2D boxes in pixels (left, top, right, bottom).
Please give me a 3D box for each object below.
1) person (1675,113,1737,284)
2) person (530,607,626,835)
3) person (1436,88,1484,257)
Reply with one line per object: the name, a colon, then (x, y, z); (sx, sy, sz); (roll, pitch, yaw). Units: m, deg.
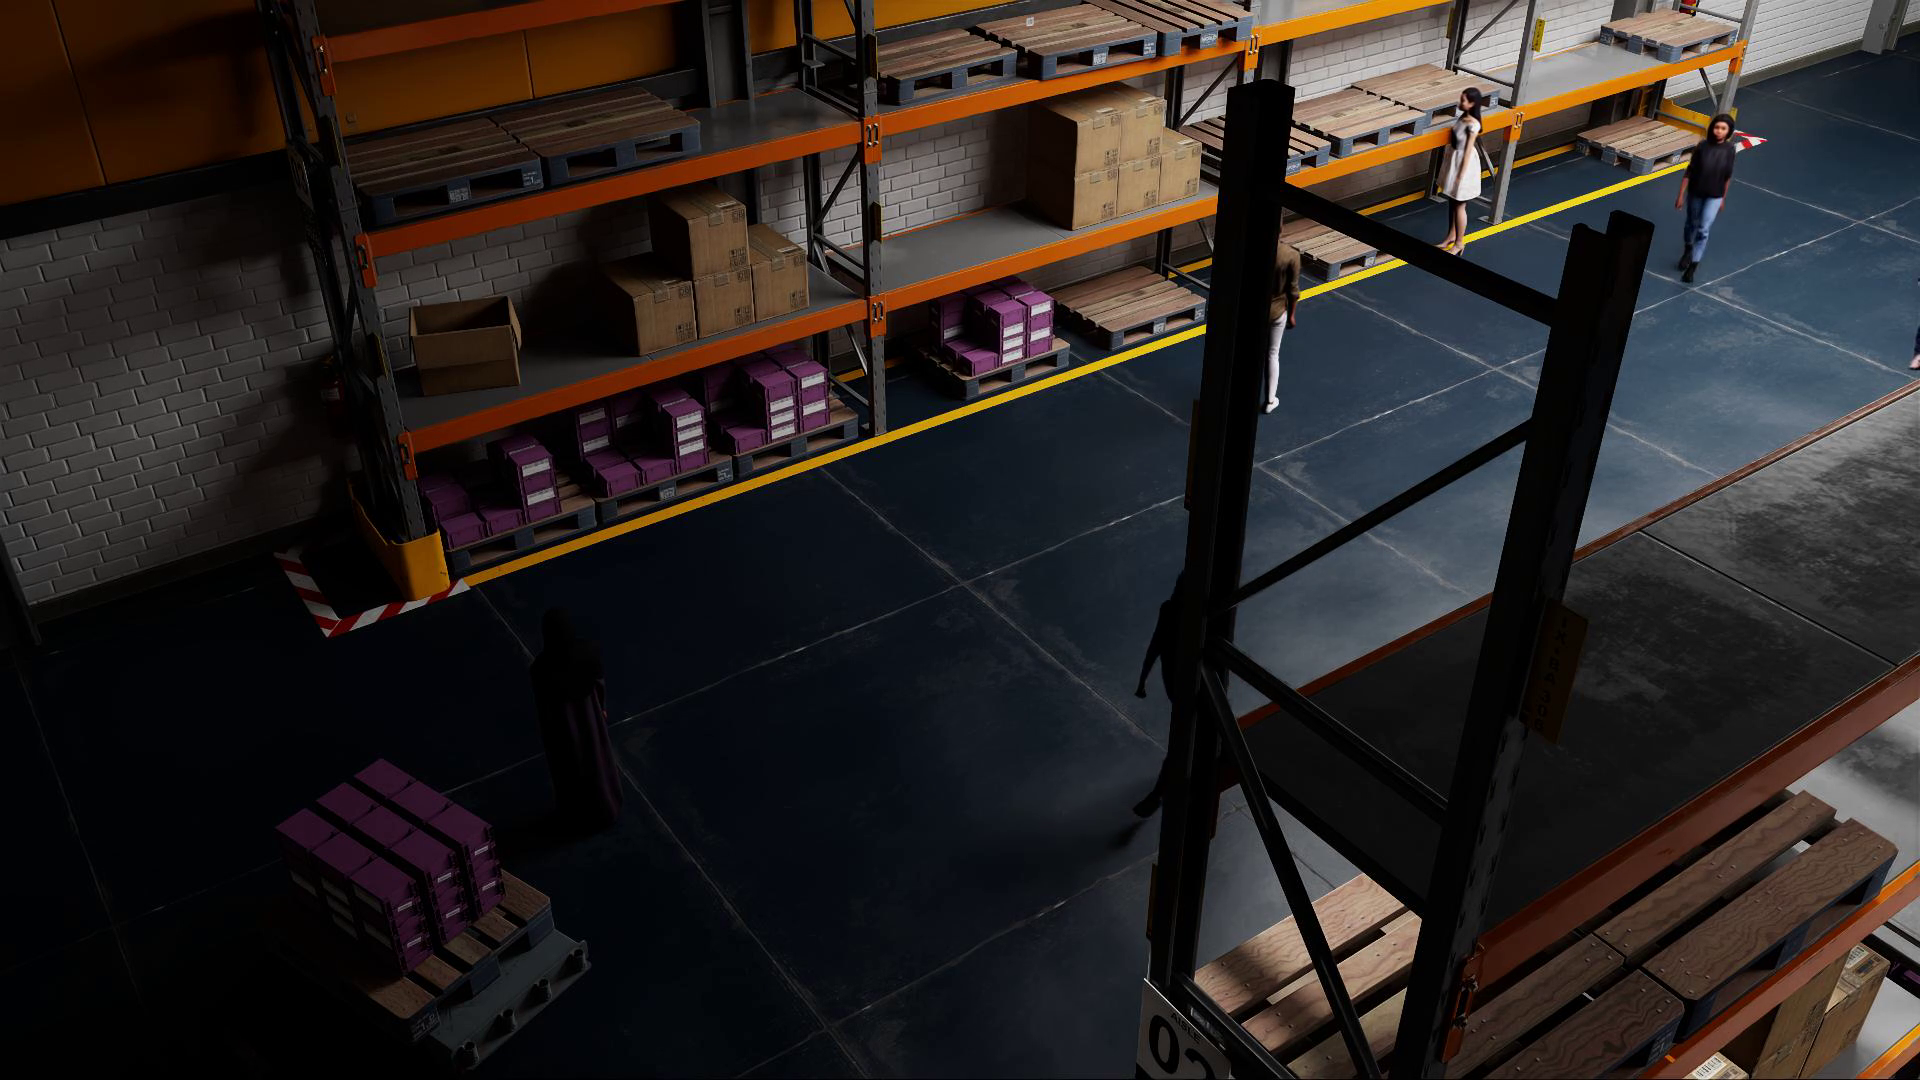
person: (7.451, -3.448, 16.649); (0.941, 1.662, 1.201); (16, 37, 23)
person: (-2.307, 1.061, 9.909); (0.508, 1.614, 0.640); (-22, 39, -29)
person: (5.118, -3.756, 17.016); (0.815, 1.769, 0.782); (0, 34, -1)
